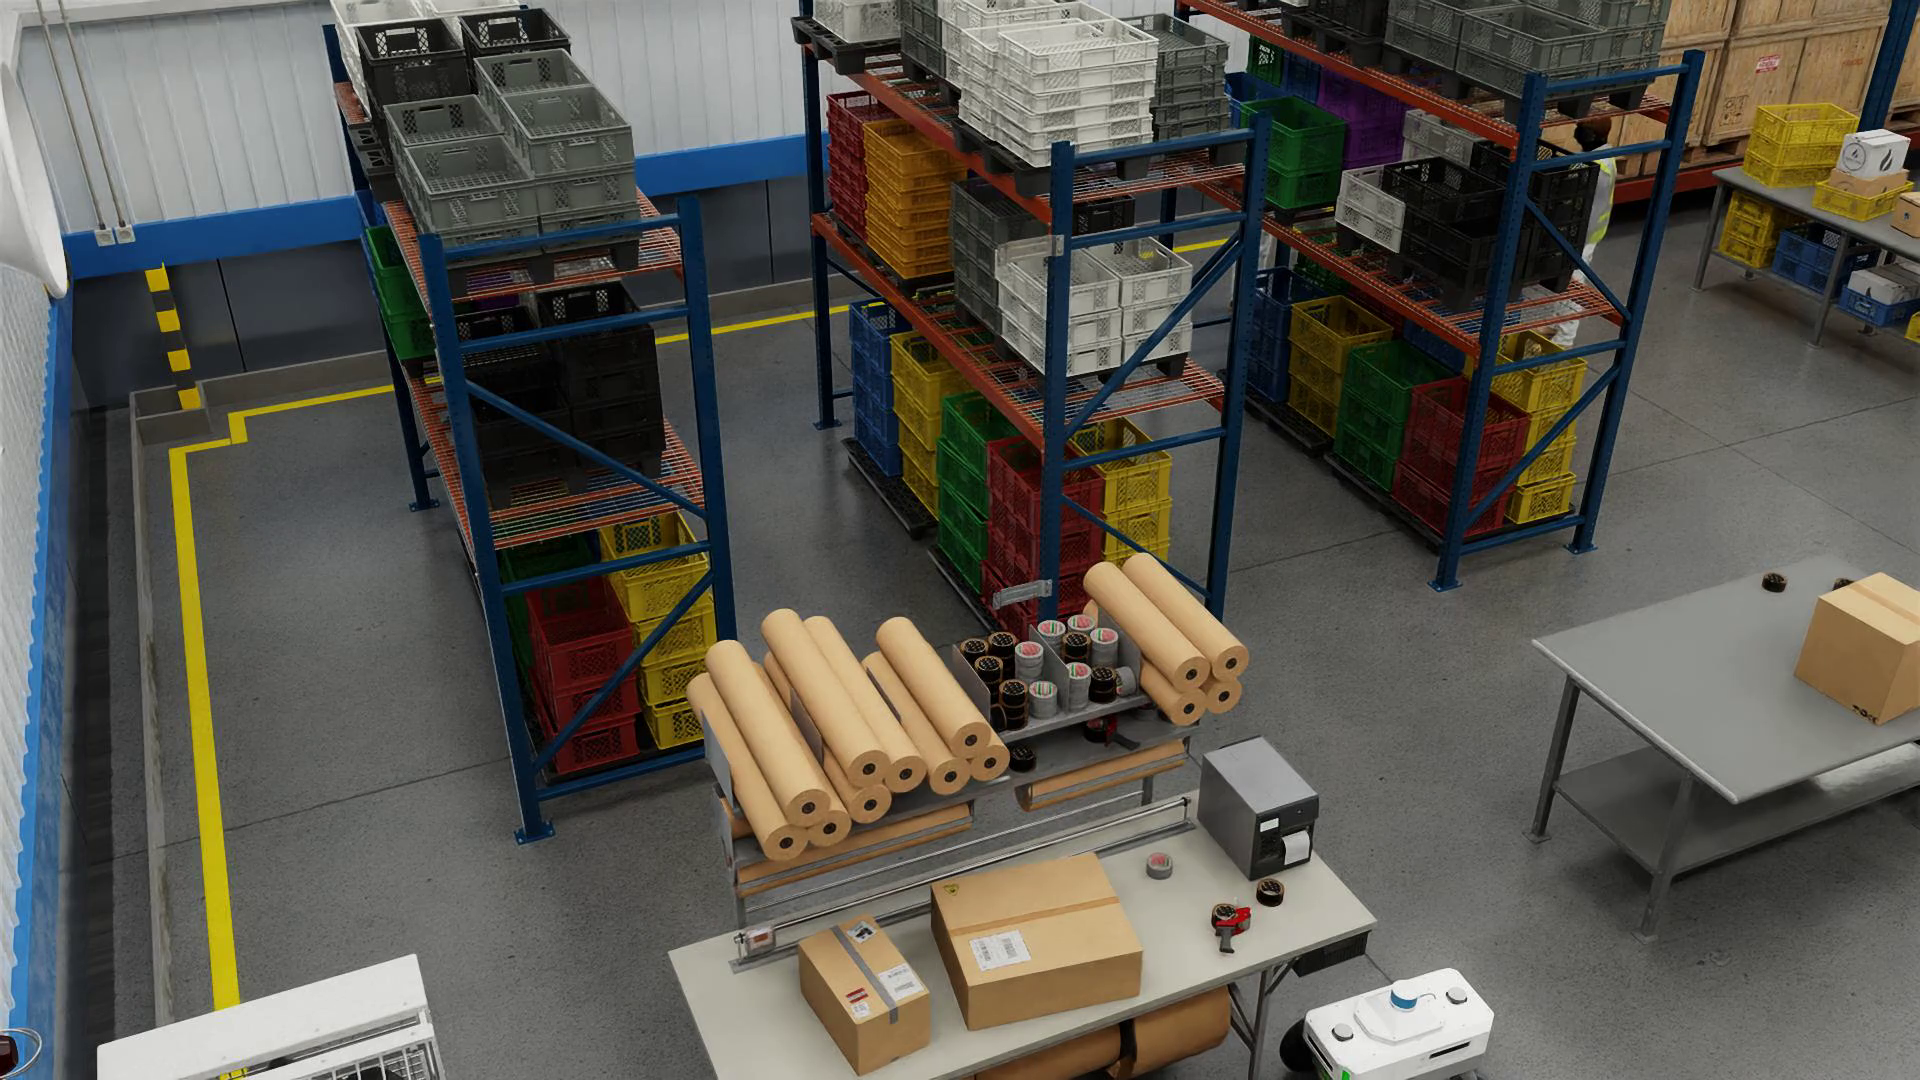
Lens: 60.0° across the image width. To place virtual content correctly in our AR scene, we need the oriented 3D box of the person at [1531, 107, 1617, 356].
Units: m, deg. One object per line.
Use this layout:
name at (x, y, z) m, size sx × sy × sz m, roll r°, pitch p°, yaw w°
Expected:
person at (4.463, -2.227, 12.077) m, size 0.430 × 1.841 × 0.624 m, roll 8°, pitch 33°, yaw 13°

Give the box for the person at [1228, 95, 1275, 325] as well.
person at (2.283, -2.561, 12.574) m, size 0.354 × 1.887 × 0.573 m, roll -7°, pitch 32°, yaw -11°

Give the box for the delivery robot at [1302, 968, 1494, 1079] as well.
delivery robot at (1.702, 1.919, 6.473) m, size 0.707 × 0.478 × 0.477 m, roll -11°, pitch 33°, yaw -18°
